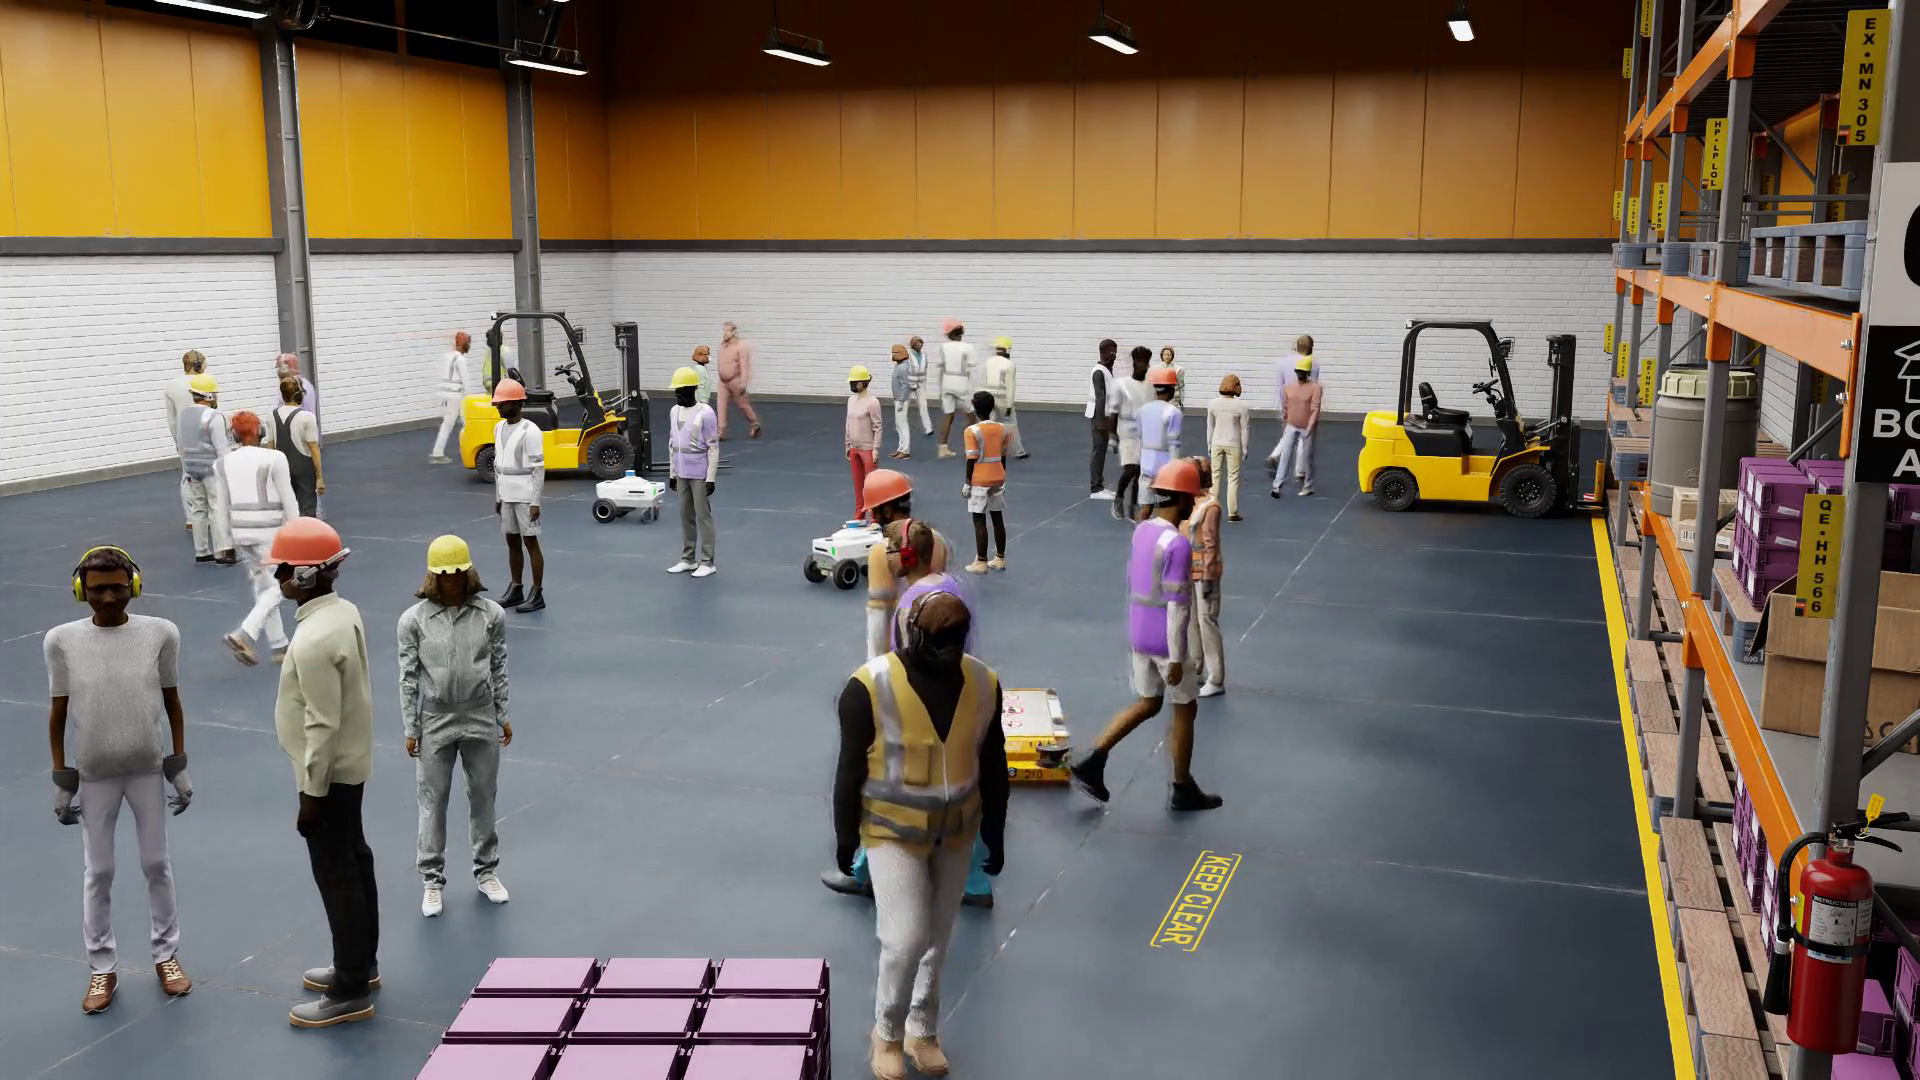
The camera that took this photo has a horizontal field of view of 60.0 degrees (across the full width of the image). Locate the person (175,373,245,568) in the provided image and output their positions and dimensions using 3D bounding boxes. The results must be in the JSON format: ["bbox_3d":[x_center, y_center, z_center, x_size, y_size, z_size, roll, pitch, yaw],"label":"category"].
[{"bbox_3d":[-7.080,-0.656,15.698,0.603,1.830,0.404,5,11,27],"label":"person"}]

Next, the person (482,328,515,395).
[{"bbox_3d":[-6.703,-2.158,24.138,0.429,1.840,0.633,-9,13,-41],"label":"person"}]

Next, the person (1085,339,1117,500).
[{"bbox_3d":[1.701,-1.448,19.937,0.391,1.914,0.587,2,10,11],"label":"person"}]

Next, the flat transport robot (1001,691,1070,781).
[{"bbox_3d":[0.290,1.137,9.998,0.652,0.197,1.431,0,10,0],"label":"flat transport robot"}]

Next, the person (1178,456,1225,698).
[{"bbox_3d":[1.603,0.240,11.242,0.321,1.629,0.515,-4,11,-20],"label":"person"}]

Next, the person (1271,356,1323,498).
[{"bbox_3d":[4.057,-1.338,19.870,0.523,1.713,0.882,6,12,30],"label":"person"}]

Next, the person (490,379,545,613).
[{"bbox_3d":[-3.669,-0.364,13.756,0.547,1.939,0.376,8,13,37],"label":"person"}]

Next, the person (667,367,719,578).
[{"bbox_3d":[-2.466,-0.619,15.224,0.594,1.924,0.382,8,13,39],"label":"person"}]

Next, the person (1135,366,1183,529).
[{"bbox_3d":[1.929,-0.659,15.503,0.925,1.899,0.562,-9,13,-41],"label":"person"}]

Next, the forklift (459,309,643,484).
[{"bbox_3d":[-5.354,-1.902,21.697,2.313,2.155,1.214,-2,10,-13],"label":"forklift"}]

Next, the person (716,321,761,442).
[{"bbox_3d":[-3.480,-2.460,25.789,0.646,1.867,0.967,7,12,34],"label":"person"}]

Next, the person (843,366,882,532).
[{"bbox_3d":[-1.045,-0.964,17.624,0.327,1.767,0.533,-9,13,-41],"label":"person"}]

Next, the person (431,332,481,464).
[{"bbox_3d":[-6.939,-1.970,23.109,0.981,1.824,0.587,-5,11,-25],"label":"person"}]

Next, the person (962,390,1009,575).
[{"bbox_3d":[0.230,-0.533,15.381,0.540,1.698,0.317,-10,14,-43],"label":"person"}]

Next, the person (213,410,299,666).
[{"bbox_3d":[-5.076,0.003,11.937,0.648,1.851,0.702,2,10,14],"label":"person"}]

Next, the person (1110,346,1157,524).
[{"bbox_3d":[1.932,-1.136,18.071,0.603,1.948,0.409,-5,11,-24],"label":"person"}]

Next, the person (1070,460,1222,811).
[{"bbox_3d":[1.009,0.524,8.869,0.744,1.911,0.558,-4,11,-20],"label":"person"}]

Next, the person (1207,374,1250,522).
[{"bbox_3d":[2.943,-1.011,18.289,0.493,1.624,0.280,6,12,29],"label":"person"}]

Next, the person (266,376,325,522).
[{"bbox_3d":[-6.070,-0.582,15.245,0.513,1.845,0.334,2,10,13],"label":"person"}]

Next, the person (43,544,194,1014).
[{"bbox_3d":[-3.346,0.937,6.636,0.509,1.868,0.328,-6,12,-29],"label":"person"}]

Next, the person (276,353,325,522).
[{"bbox_3d":[-7.018,-1.031,17.649,0.401,1.895,0.729,-1,10,-5],"label":"person"}]

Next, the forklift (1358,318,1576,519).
[{"bbox_3d":[5.787,-1.437,19.079,2.313,2.155,1.214,3,11,19],"label":"forklift"}]

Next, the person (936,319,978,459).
[{"bbox_3d":[0.010,-2.163,23.783,0.651,1.978,0.809,4,11,22],"label":"person"}]

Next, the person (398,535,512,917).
[{"bbox_3d":[-2.280,0.833,7.567,0.492,1.742,0.318,-6,11,-29],"label":"person"}]

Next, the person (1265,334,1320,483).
[{"bbox_3d":[4.245,-1.655,21.106,0.631,1.918,0.657,-6,12,-31],"label":"person"}]

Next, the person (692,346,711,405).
[{"bbox_3d":[-3.598,-1.907,23.305,0.271,1.632,0.507,-2,10,-8],"label":"person"}]

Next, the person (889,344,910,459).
[{"bbox_3d":[-0.858,-1.965,23.627,0.278,1.634,0.498,-2,10,-11],"label":"person"}]

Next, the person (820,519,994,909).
[{"bbox_3d":[-0.234,0.795,7.615,0.897,1.802,0.583,5,11,25],"label":"person"}]

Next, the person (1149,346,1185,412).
[{"bbox_3d":[2.878,-1.892,23.204,0.516,1.640,0.314,0,10,0],"label":"person"}]

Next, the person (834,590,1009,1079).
[{"bbox_3d":[-0.117,1.072,5.994,0.644,1.820,0.484,-5,11,-27],"label":"person"}]

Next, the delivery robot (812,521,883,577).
[{"bbox_3d":[-0.974,0.072,14.932,0.707,0.478,0.477,-10,14,-43],"label":"delivery robot"}]

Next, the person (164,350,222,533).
[{"bbox_3d":[-8.034,-1.032,17.539,0.627,1.934,0.370,3,10,14],"label":"person"}]

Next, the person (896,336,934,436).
[{"bbox_3d":[-0.715,-2.437,26.396,0.544,1.592,0.884,-8,13,-37],"label":"person"}]

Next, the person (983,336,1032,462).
[{"bbox_3d":[0.559,-1.943,23.114,0.605,1.786,0.946,10,14,43],"label":"person"}]

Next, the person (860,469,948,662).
[{"bbox_3d":[-0.204,0.577,8.632,0.844,1.883,0.608,8,13,40],"label":"person"}]

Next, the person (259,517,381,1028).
[{"bbox_3d":[-2.484,0.894,6.514,0.380,1.994,0.622,-2,10,-10],"label":"person"}]

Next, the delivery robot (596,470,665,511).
[{"bbox_3d":[-3.617,-0.524,18.292,0.707,0.478,0.477,2,10,9],"label":"delivery robot"}]
